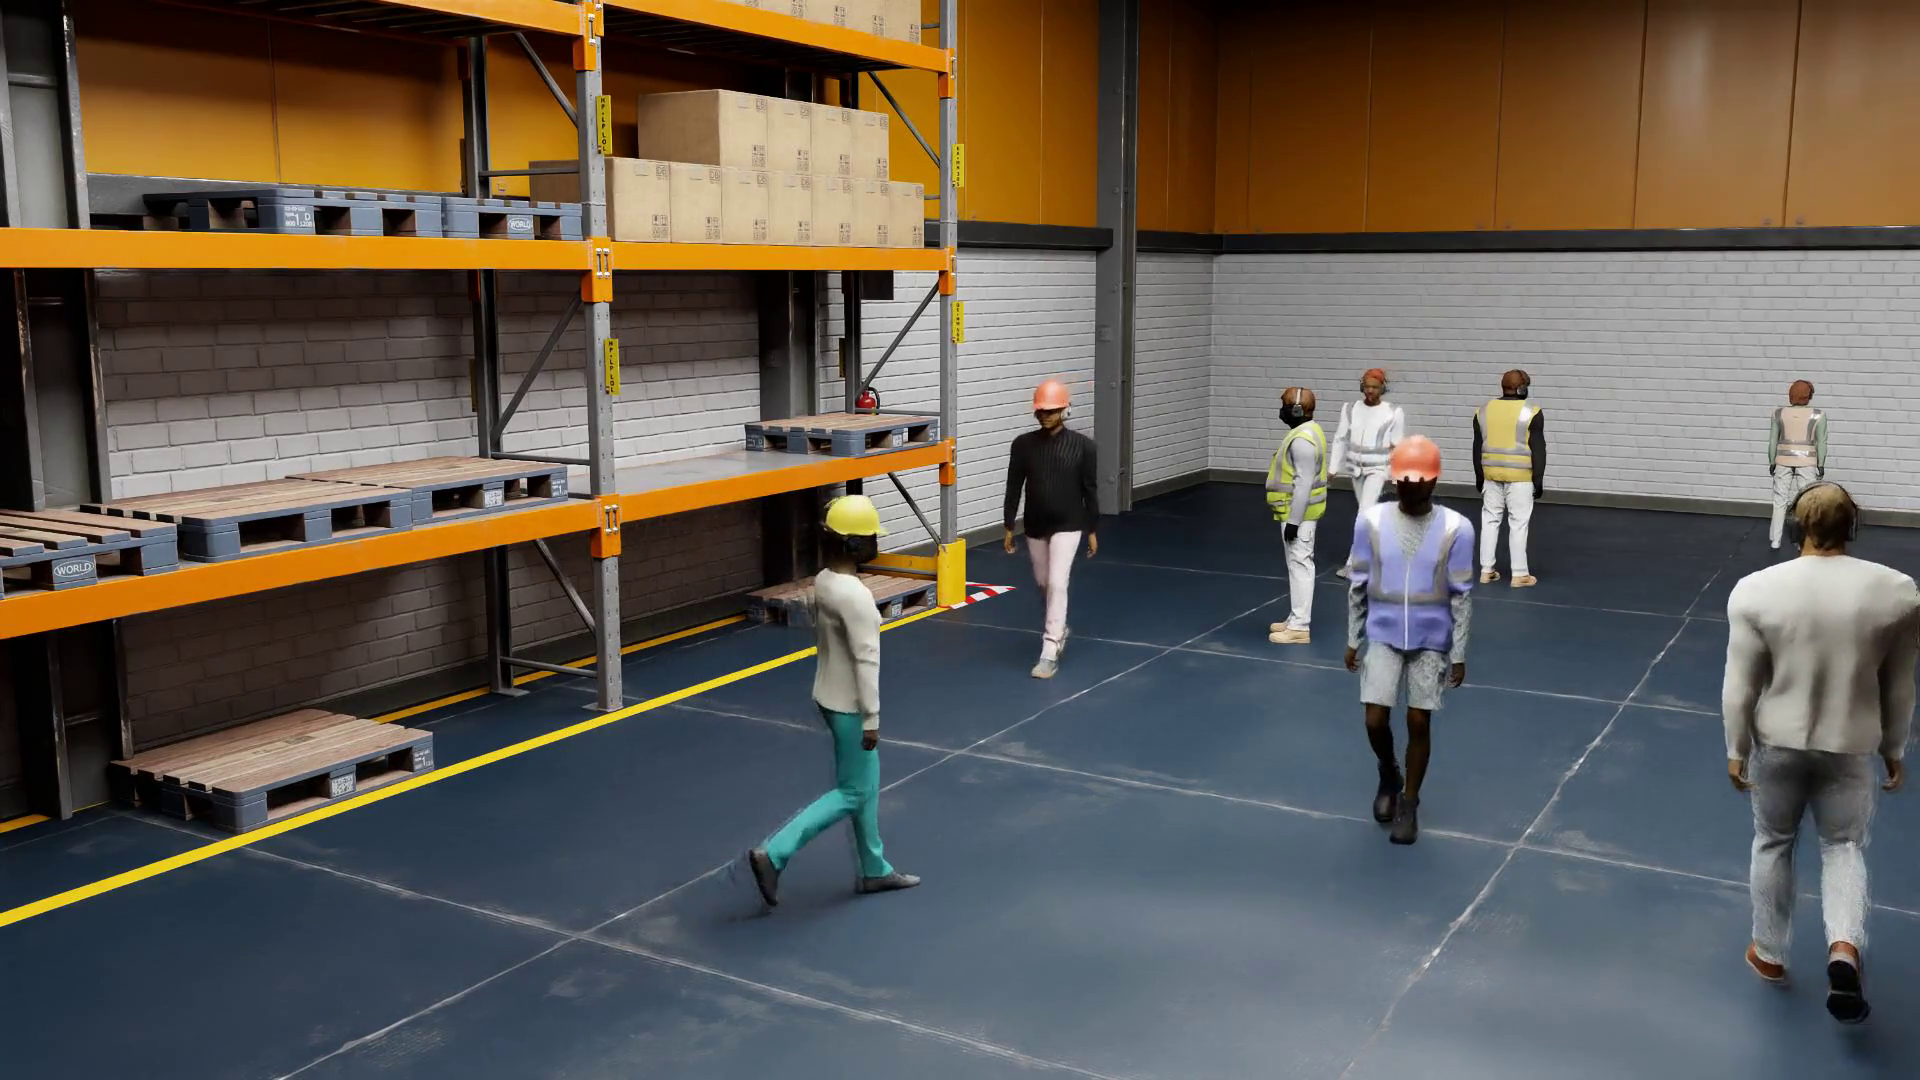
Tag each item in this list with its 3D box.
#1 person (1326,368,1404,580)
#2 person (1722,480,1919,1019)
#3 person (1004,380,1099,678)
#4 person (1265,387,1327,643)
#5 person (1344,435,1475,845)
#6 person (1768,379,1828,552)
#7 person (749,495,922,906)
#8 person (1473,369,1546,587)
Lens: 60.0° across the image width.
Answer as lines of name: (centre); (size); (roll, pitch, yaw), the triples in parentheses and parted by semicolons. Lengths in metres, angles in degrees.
person: (3.608, -0.597, 14.640); (0.585, 1.835, 1.026); (8, 12, 42)
person: (3.061, 0.748, 5.948); (0.636, 1.917, 0.722); (3, 10, 18)
person: (0.626, -0.117, 11.249); (0.639, 1.954, 1.005); (3, 10, 20)
person: (2.412, -0.180, 11.967); (0.430, 1.845, 0.619); (2, 9, 15)
person: (2.071, 0.462, 7.703); (0.575, 1.920, 0.435); (3, 10, 20)
person: (7.971, -0.704, 15.853); (0.514, 1.645, 0.309); (7, 12, 39)
person: (-0.518, 0.676, 6.917); (0.725, 1.741, 0.535); (-4, 10, -21)
person: (4.676, -0.527, 14.140); (0.632, 1.840, 0.429); (9, 13, 44)
